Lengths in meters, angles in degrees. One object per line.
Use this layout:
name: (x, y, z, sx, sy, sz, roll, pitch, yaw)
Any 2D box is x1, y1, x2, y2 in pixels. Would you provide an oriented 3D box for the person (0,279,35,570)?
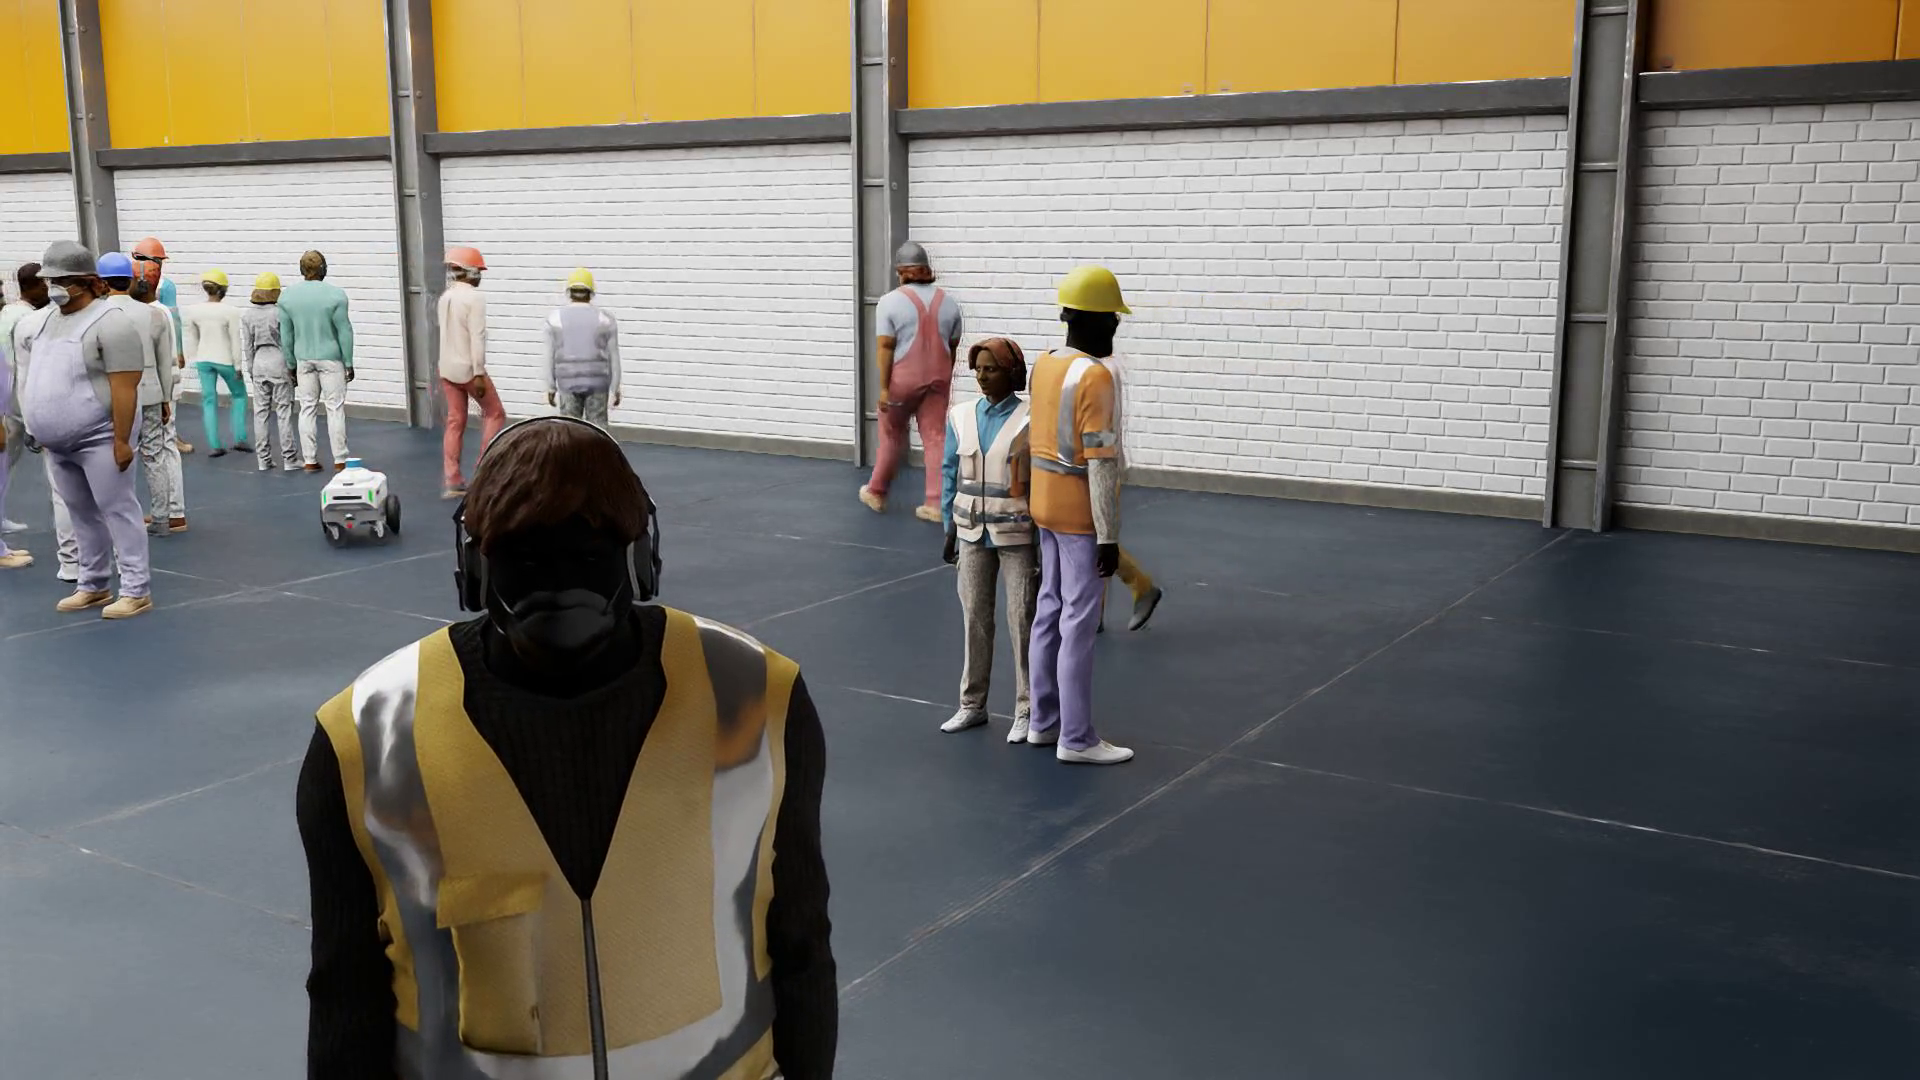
person: (-5.972, -0.724, 10.222, 0.357, 1.836, 0.511, -8, 13, -38)

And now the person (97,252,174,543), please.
person: (-5.596, -0.947, 11.166, 0.414, 1.941, 0.606, 8, 13, 39)

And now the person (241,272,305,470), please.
person: (-6.053, -1.482, 14.671, 0.487, 1.744, 0.294, 2, 10, 8)

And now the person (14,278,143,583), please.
person: (-5.214, -0.704, 9.888, 0.654, 1.911, 0.408, -6, 12, -30)

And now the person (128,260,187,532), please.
person: (-5.590, -0.988, 11.545, 0.356, 1.883, 0.574, -5, 11, -24)

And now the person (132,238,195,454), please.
person: (-7.590, -1.819, 15.704, 0.615, 2.041, 0.391, 2, 10, 13)

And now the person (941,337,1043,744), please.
person: (0.155, 0.000, 6.744, 0.523, 1.639, 0.306, 6, 12, 30)

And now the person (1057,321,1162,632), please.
person: (0.713, -0.360, 8.435, 0.476, 1.757, 0.537, -2, 10, -10)

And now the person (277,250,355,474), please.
person: (-5.547, -1.533, 14.412, 0.629, 1.940, 0.373, 0, 10, 2)

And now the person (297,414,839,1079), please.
person: (-0.448, 0.761, 2.009, 0.619, 1.836, 0.431, -3, 11, -16)

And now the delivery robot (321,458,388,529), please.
delivery robot: (-4.068, -0.306, 11.185, 0.477, 0.478, 0.707, -2, 10, -12)

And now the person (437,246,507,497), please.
person: (-3.868, -1.332, 13.182, 0.660, 1.965, 0.638, 8, 13, 38)

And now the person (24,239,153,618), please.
person: (-4.711, -0.594, 8.923, 0.681, 2.000, 0.535, 5, 11, 27)

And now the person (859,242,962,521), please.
person: (-0.381, -1.185, 12.196, 0.708, 2.000, 0.954, -6, 12, -29)

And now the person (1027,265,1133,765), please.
person: (0.469, -0.095, 6.473, 0.382, 1.924, 0.594, -4, 11, -22)

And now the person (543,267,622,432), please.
person: (-2.968, -1.239, 13.139, 0.594, 1.821, 0.412, -1, 10, -4)

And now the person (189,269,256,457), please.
person: (-6.943, -1.664, 15.656, 0.533, 1.745, 0.600, 1, 10, 4)
